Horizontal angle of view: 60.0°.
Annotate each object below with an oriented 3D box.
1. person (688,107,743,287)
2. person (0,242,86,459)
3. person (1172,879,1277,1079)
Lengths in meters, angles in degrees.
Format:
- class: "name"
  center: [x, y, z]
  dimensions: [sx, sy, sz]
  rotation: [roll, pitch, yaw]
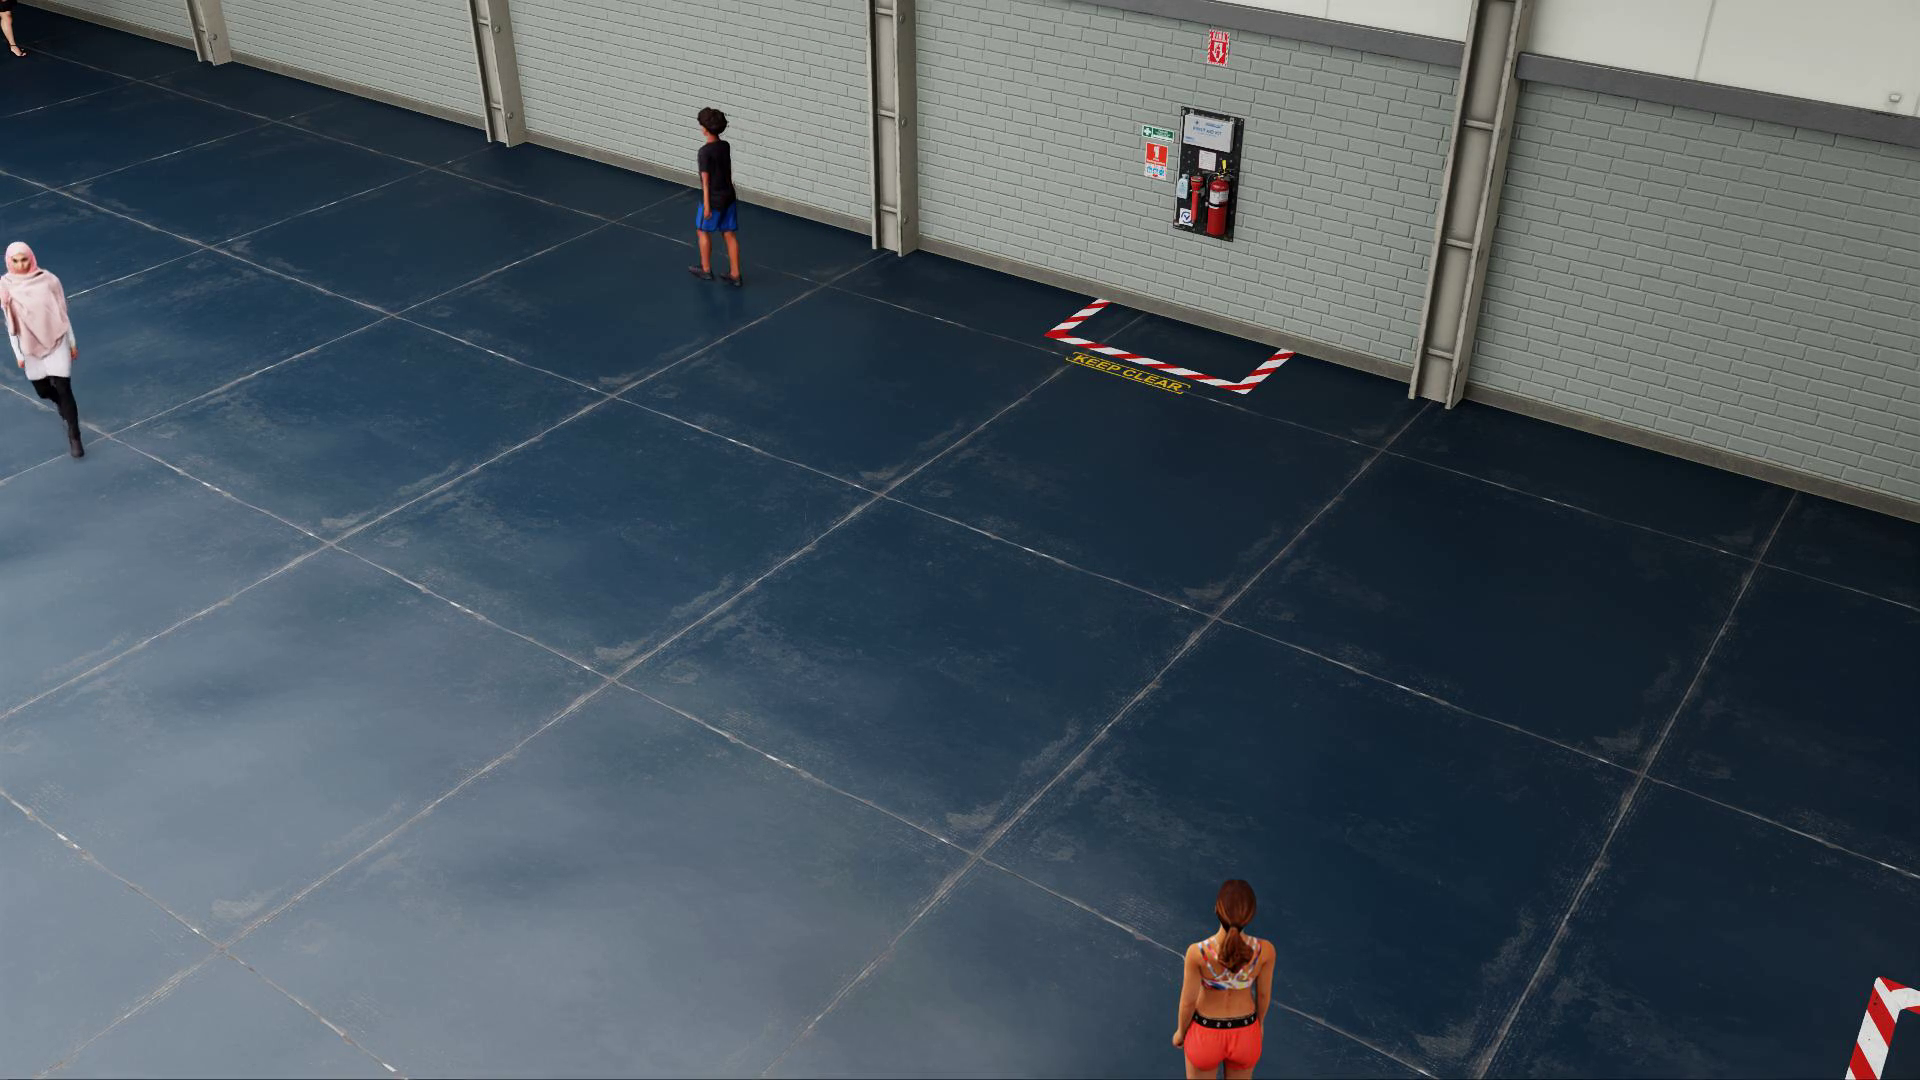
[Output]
- class: "person"
  center: [-2.322, -3.344, 16.391]
  dimensions: [0.823, 1.777, 0.647]
  rotation: [21, 38, 30]
- class: "person"
  center: [-7.487, -1.587, 13.598]
  dimensions: [0.939, 1.788, 1.107]
  rotation: [-15, 35, -22]
- class: "person"
  center: [1.188, 2.243, 7.523]
  dimensions: [0.664, 1.791, 0.741]
  rotation: [-1, 32, -1]
